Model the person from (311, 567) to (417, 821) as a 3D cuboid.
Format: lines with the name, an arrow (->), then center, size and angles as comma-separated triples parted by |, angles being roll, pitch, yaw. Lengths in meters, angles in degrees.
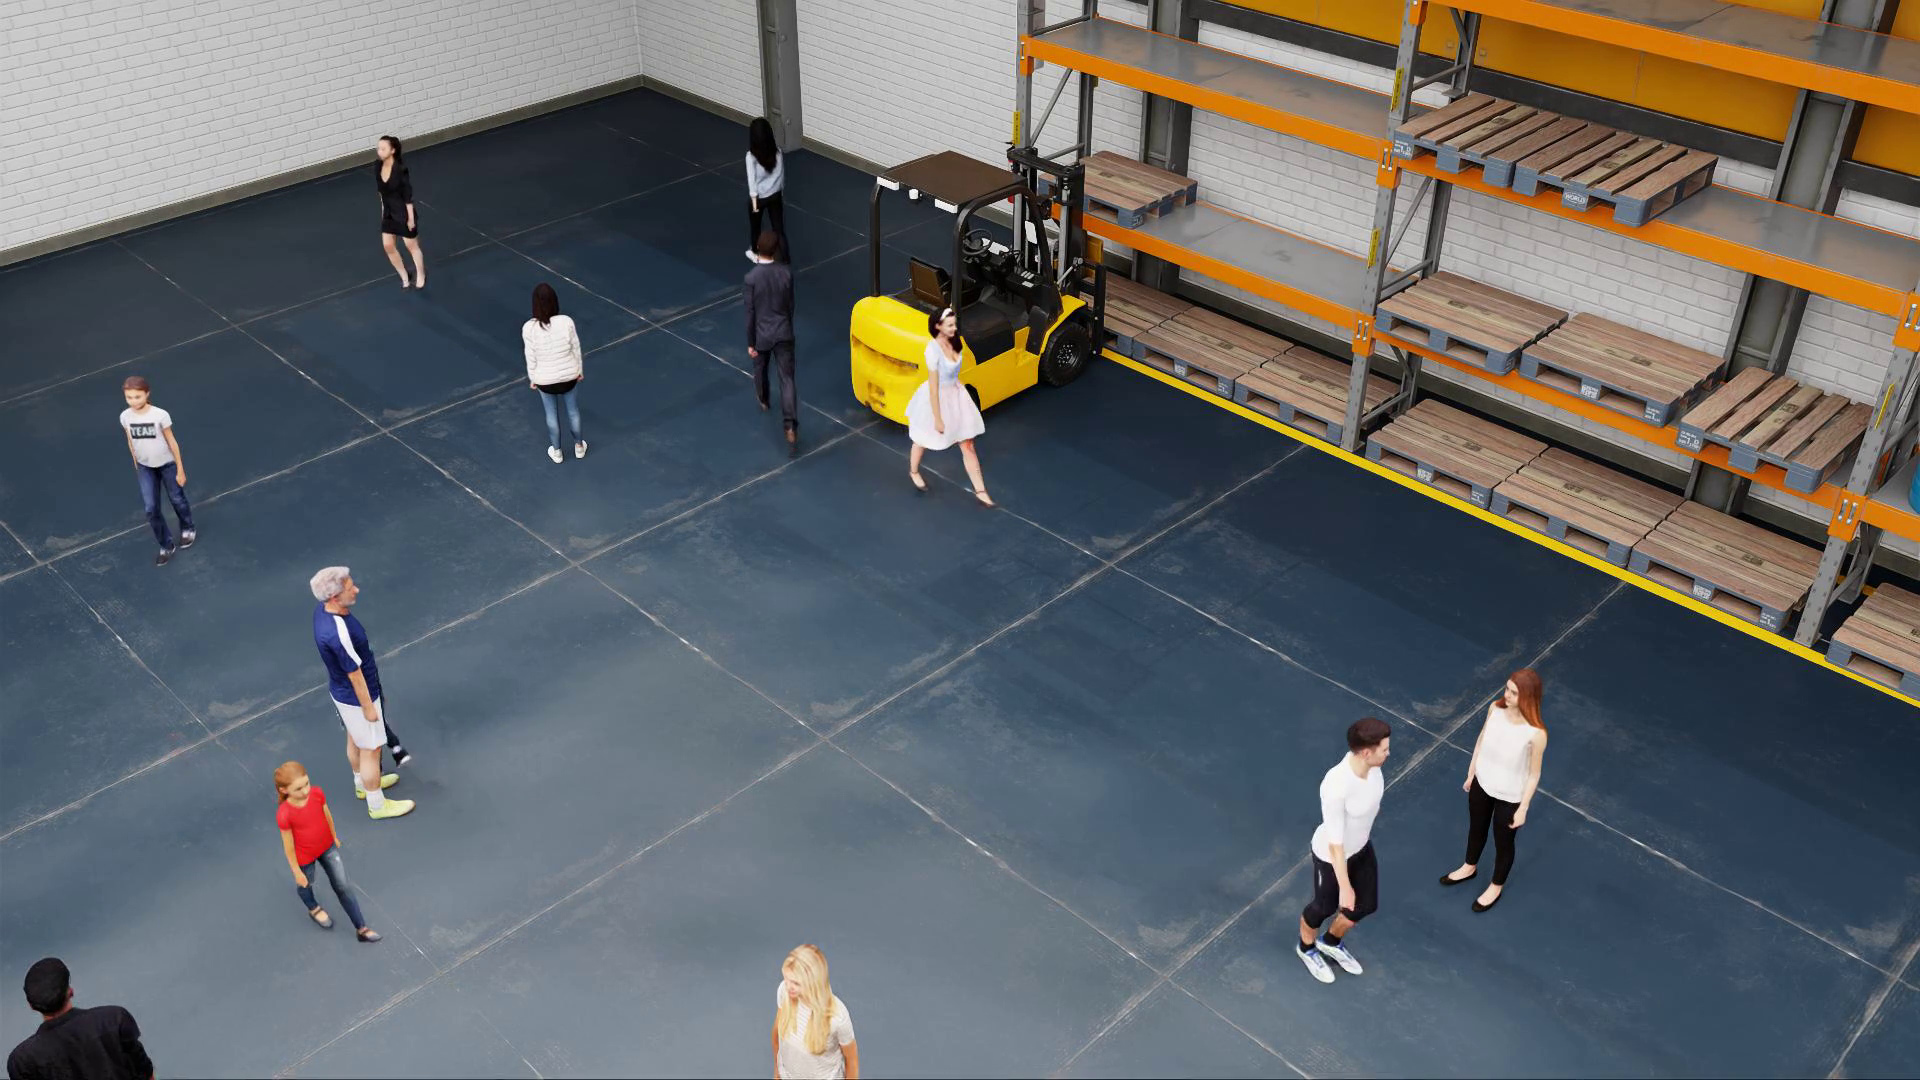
person -> -3.789, 0.939, 10.409 | 0.735, 1.834, 0.541 | -20, 39, -27

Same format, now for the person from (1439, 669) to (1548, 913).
person -> 3.173, 1.449, 9.743 | 0.691, 1.721, 0.519 | -19, 38, -26

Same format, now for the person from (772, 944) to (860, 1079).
person -> -0.677, 2.584, 7.941 | 0.556, 1.825, 0.725 | 18, 37, 25

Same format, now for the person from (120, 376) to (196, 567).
person -> -6.264, -0.628, 13.029 | 0.801, 1.543, 0.888 | -4, 34, -6

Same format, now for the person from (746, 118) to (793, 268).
person -> -1.955, -3.486, 17.220 | 0.751, 1.662, 1.191 | -21, 39, -28

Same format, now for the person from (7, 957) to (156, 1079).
person -> -3.973, 2.743, 7.740 | 0.908, 1.784, 0.704 | 29, 43, 36

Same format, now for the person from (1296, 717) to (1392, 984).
person -> 2.065, 1.676, 9.289 | 0.706, 1.845, 0.707 | -24, 41, -32

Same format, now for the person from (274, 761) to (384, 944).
person -> -3.794, 1.783, 9.636 | 0.868, 1.283, 0.566 | 24, 40, 31

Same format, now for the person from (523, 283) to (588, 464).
person -> -3.436, -1.422, 14.137 | 0.693, 1.638, 0.683 | -12, 35, -17

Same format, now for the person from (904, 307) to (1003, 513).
person -> -0.221, -1.064, 13.487 | 1.224, 1.763, 0.738 | 23, 40, 31

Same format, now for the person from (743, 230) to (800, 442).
person -> -1.590, -1.716, 14.427 | 1.091, 1.808, 1.395 | -10, 35, -14

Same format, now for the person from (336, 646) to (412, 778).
person -> -3.830, 1.054, 10.763 | 0.735, 1.250, 0.624 | 16, 37, 22

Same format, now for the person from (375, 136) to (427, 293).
person -> -5.657, -3.330, 16.969 | 0.674, 1.680, 0.773 | 14, 36, 20
